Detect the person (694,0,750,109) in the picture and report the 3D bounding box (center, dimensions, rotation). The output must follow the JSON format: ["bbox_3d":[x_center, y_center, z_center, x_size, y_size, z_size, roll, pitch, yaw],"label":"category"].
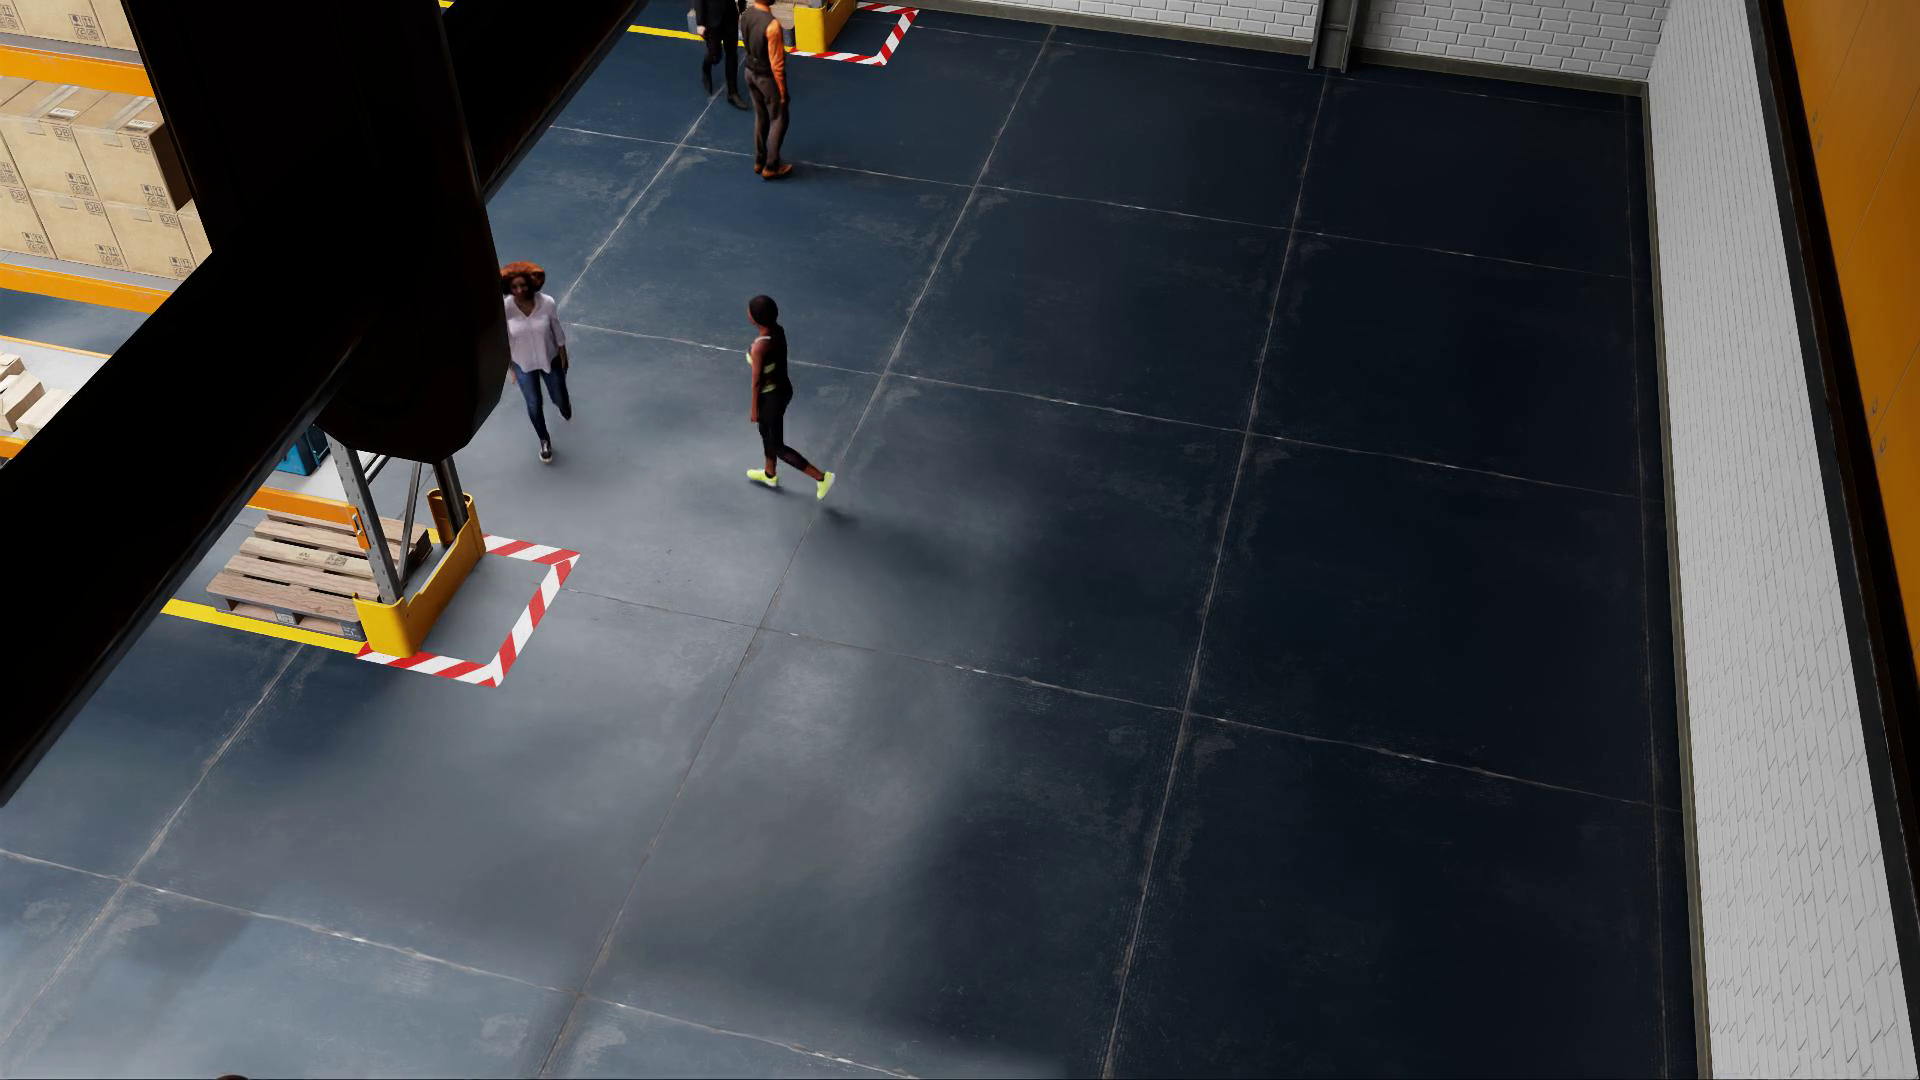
[{"bbox_3d":[-2.406,-5.179,16.351,0.985,1.876,1.067,-28,50,-26],"label":"person"}]

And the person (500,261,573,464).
[{"bbox_3d":[-3.194,-1.409,12.529,0.894,1.691,0.904,-8,44,-8],"label":"person"}]

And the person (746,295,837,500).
[{"bbox_3d":[-1.278,-0.984,12.051,1.006,1.734,0.604,14,45,15],"label":"person"}]

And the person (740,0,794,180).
[{"bbox_3d":[-1.805,-4.229,15.345,0.870,1.889,0.768,-32,52,-29],"label":"person"}]
